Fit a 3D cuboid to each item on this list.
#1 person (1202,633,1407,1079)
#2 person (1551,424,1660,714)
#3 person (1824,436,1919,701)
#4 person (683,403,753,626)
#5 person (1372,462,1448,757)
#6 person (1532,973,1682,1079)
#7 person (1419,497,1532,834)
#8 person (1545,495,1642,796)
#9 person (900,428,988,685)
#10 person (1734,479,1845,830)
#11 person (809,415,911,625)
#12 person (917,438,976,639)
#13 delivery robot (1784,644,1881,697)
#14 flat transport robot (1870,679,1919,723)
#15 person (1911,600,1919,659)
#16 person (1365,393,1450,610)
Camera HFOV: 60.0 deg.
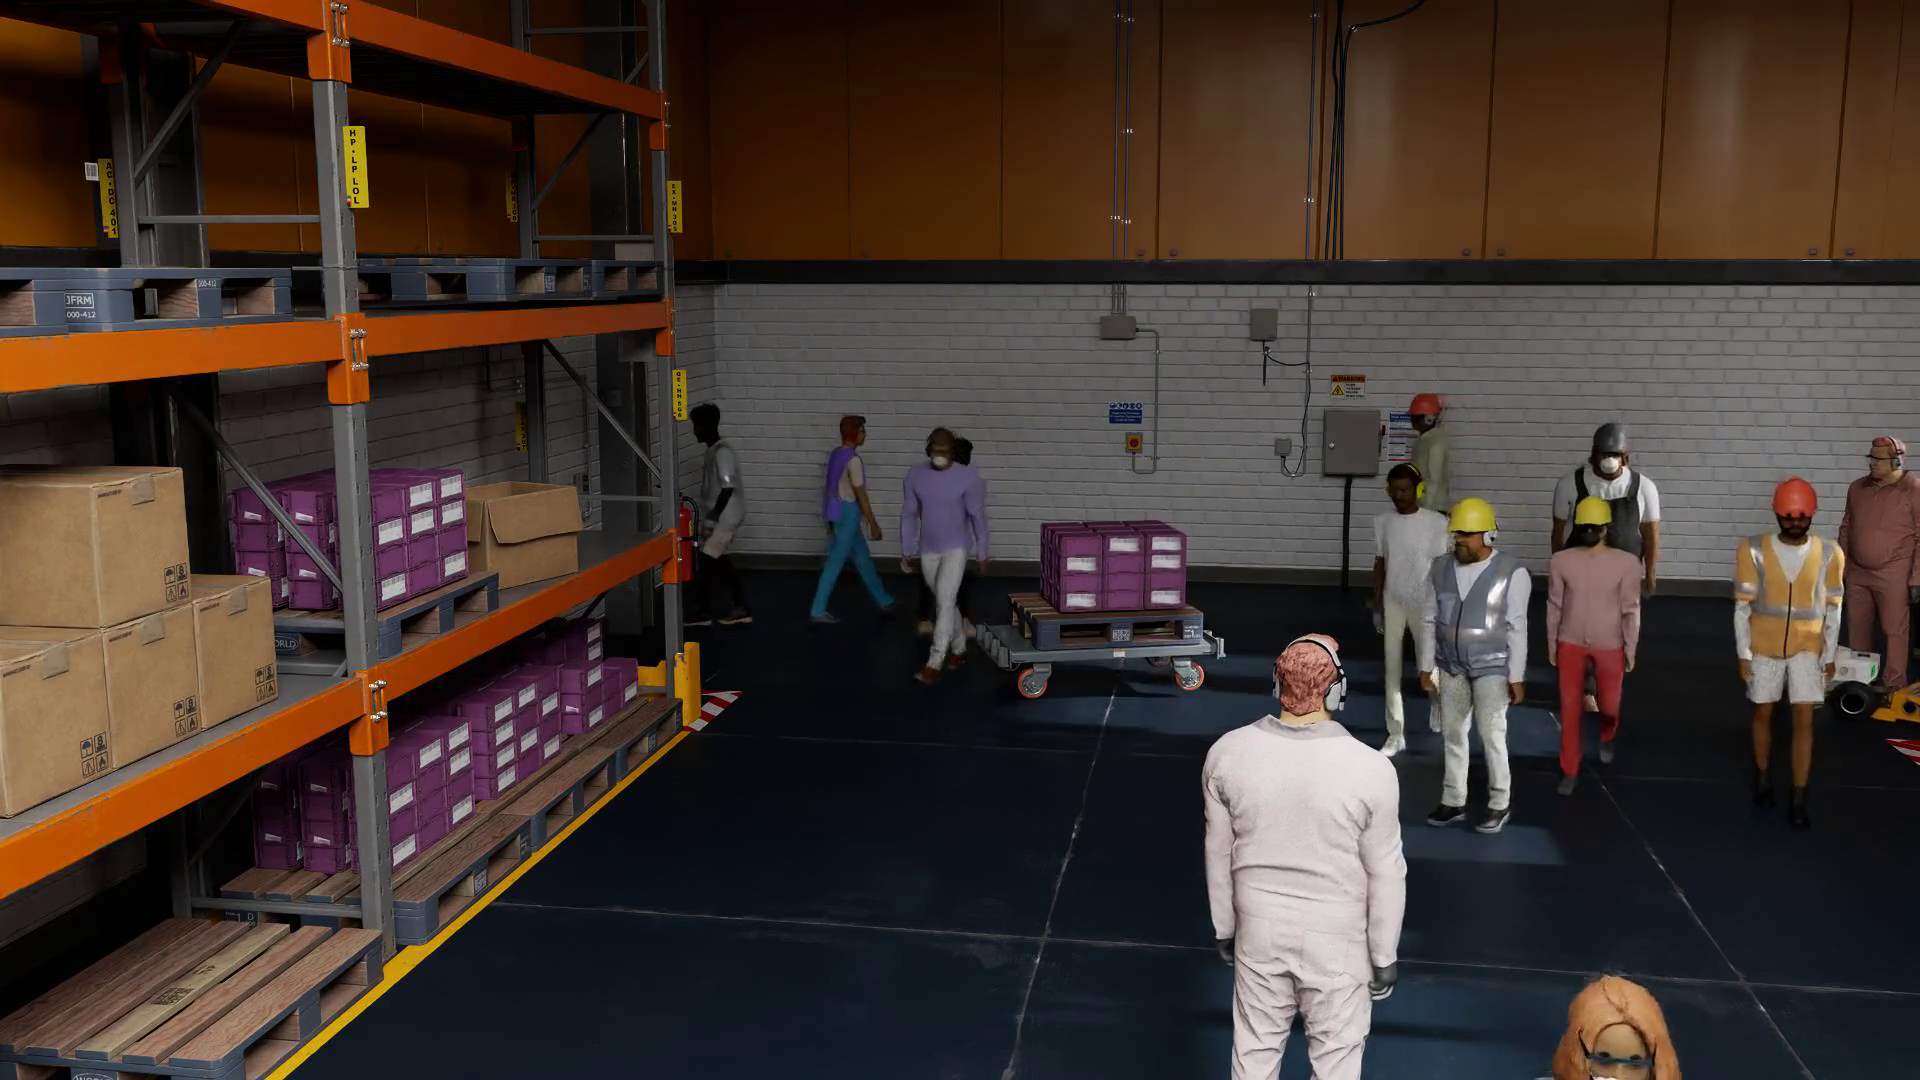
[{"bbox_3d":[1.093,1.238,5.277,0.642,1.909,0.410,5,10,29],"label":"person"},{"bbox_3d":[4.508,0.141,11.629,0.693,2.000,1.011,2,9,14],"label":"person"},{"bbox_3d":[6.329,0.235,11.468,0.401,1.904,0.648,-5,10,-26],"label":"person"},{"bbox_3d":[-2.087,-0.204,14.072,0.618,1.925,0.691,-2,9,-10],"label":"person"},{"bbox_3d":[2.875,0.418,10.533,0.552,1.846,0.693,6,11,32],"label":"person"},{"bbox_3d":[1.351,1.667,3.530,0.506,1.620,0.425,4,10,22],"label":"person"},{"bbox_3d":[2.777,0.672,9.007,0.404,1.824,0.624,-9,13,-42],"label":"person"},{"bbox_3d":[3.702,0.591,9.738,0.522,1.755,0.595,5,10,27],"label":"person"},{"bbox_3d":[-0.131,0.103,12.388,0.624,1.886,0.942,5,10,27],"label":"person"},{"bbox_3d":[4.533,0.617,9.133,0.552,1.895,0.896,4,10,22],"label":"person"},{"bbox_3d":[-0.884,-0.171,14.308,0.972,1.795,0.576,-3,10,-17],"label":"person"},{"bbox_3d":[-0.052,-0.007,13.671,0.647,1.662,0.579,-2,9,-12],"label":"person"},{"bbox_3d":[5.922,0.864,11.449,0.707,0.478,0.477,6,11,32],"label":"delivery robot"},{"bbox_3d":[6.803,1.140,10.907,0.652,0.197,1.431,-9,13,-42],"label":"flat transport robot"},{"bbox_3d":[7.590,0.050,12.788,0.345,1.847,0.504,1,9,9],"label":"person"},{"bbox_3d":[3.929,-0.287,14.474,0.850,1.964,0.654,0,9,0],"label":"person"}]
